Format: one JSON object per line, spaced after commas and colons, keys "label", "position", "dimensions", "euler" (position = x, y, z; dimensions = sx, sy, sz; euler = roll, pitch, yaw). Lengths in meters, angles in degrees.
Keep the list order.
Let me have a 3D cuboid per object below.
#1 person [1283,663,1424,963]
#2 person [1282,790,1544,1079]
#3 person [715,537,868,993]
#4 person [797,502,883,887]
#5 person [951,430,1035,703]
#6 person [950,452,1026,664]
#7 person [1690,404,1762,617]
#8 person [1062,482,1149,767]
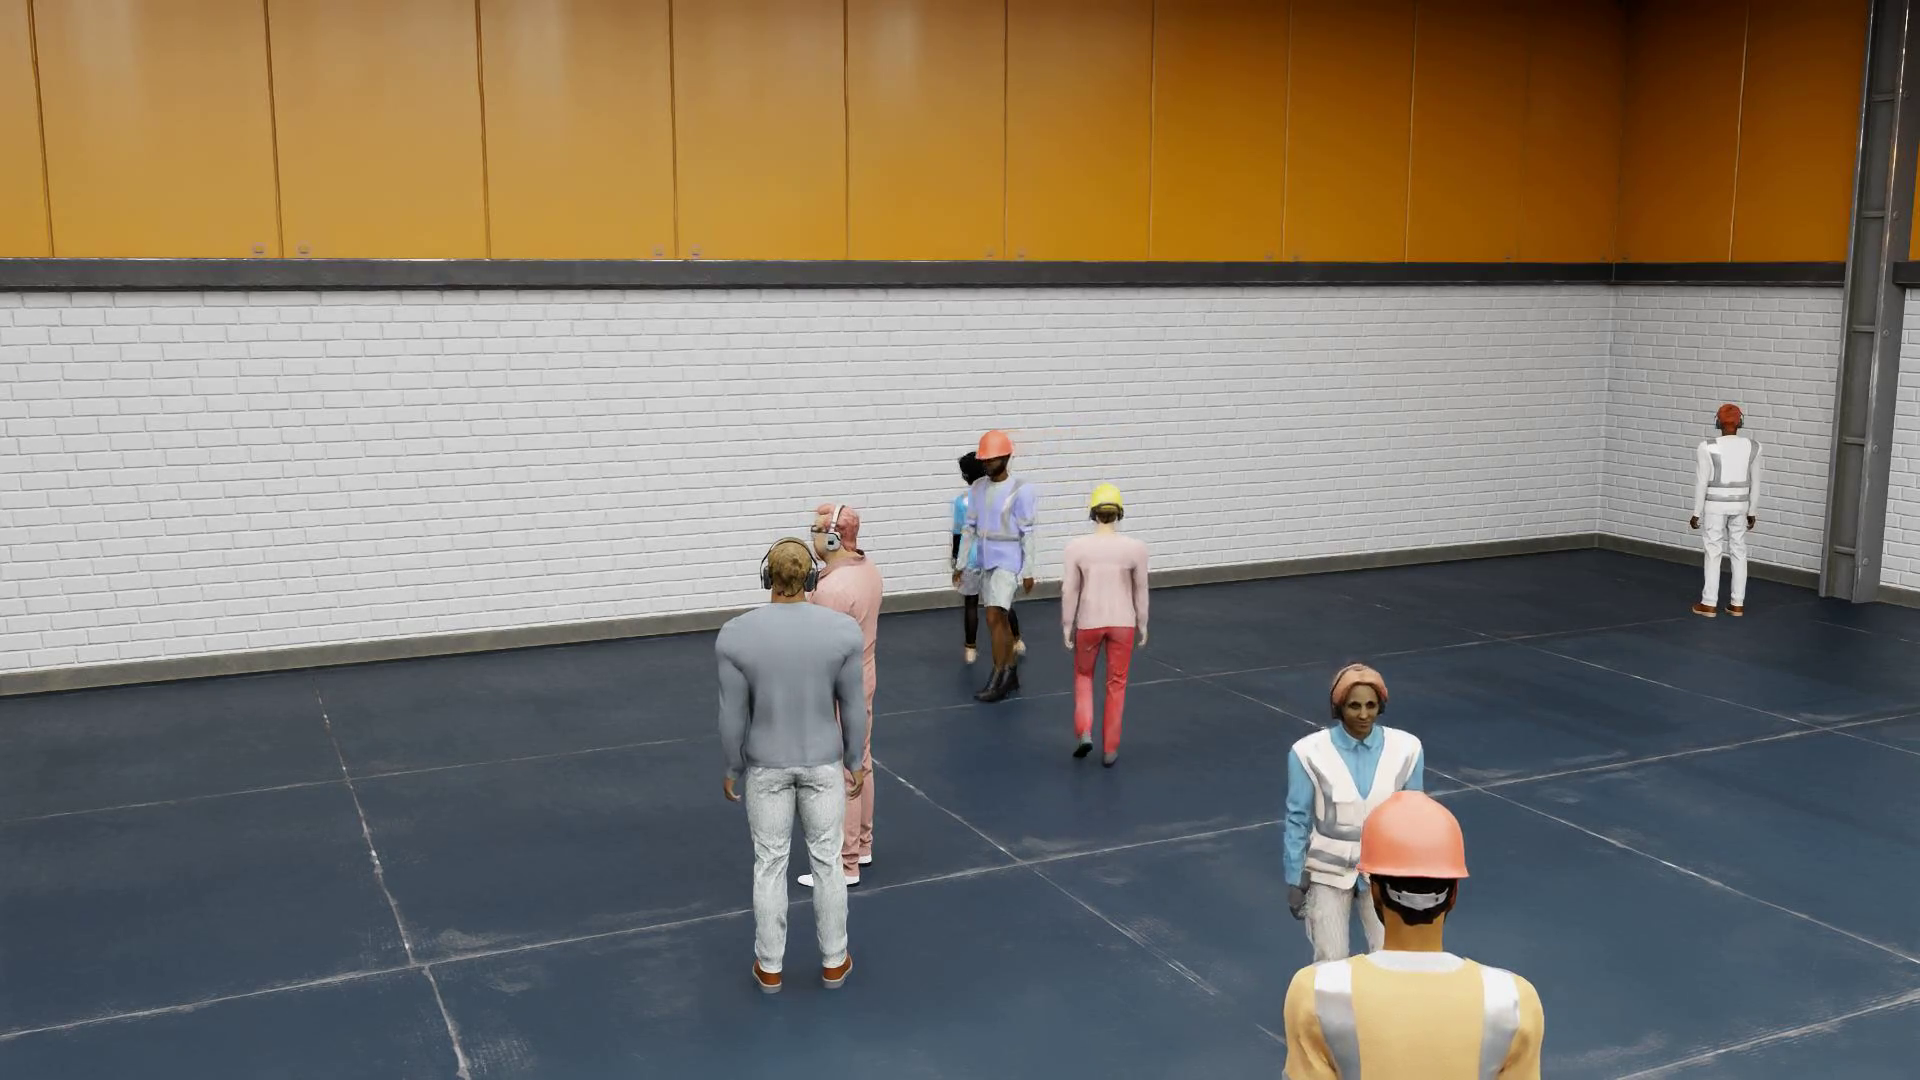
{"label": "person", "position": [1.444, 1.249, 6.081], "dimensions": [0.543, 1.623, 0.379], "euler": [0, 9, 1]}
{"label": "person", "position": [0.966, 1.495, 3.641], "dimensions": [0.542, 1.929, 0.368], "euler": [1, 9, 6]}
{"label": "person", "position": [-0.702, 0.947, 7.006], "dimensions": [0.627, 1.941, 0.371], "euler": [-1, 9, -6]}
{"label": "person", "position": [-0.613, 0.760, 8.255], "dimensions": [0.410, 1.913, 0.643], "euler": [2, 9, 12]}
{"label": "person", "position": [0.191, 0.184, 11.800], "dimensions": [0.712, 1.912, 0.564], "euler": [-8, 12, -41]}
{"label": "person", "position": [0.216, 0.135, 12.883], "dimensions": [0.624, 1.662, 0.364], "euler": [-5, 10, -26]}
{"label": "person", "position": [6.732, -0.255, 14.645], "dimensions": [0.576, 1.881, 0.354], "euler": [0, 9, 0]}
{"label": "person", "position": [0.894, 0.519, 10.223], "dimensions": [0.536, 1.752, 0.363], "euler": [1, 9, 6]}
